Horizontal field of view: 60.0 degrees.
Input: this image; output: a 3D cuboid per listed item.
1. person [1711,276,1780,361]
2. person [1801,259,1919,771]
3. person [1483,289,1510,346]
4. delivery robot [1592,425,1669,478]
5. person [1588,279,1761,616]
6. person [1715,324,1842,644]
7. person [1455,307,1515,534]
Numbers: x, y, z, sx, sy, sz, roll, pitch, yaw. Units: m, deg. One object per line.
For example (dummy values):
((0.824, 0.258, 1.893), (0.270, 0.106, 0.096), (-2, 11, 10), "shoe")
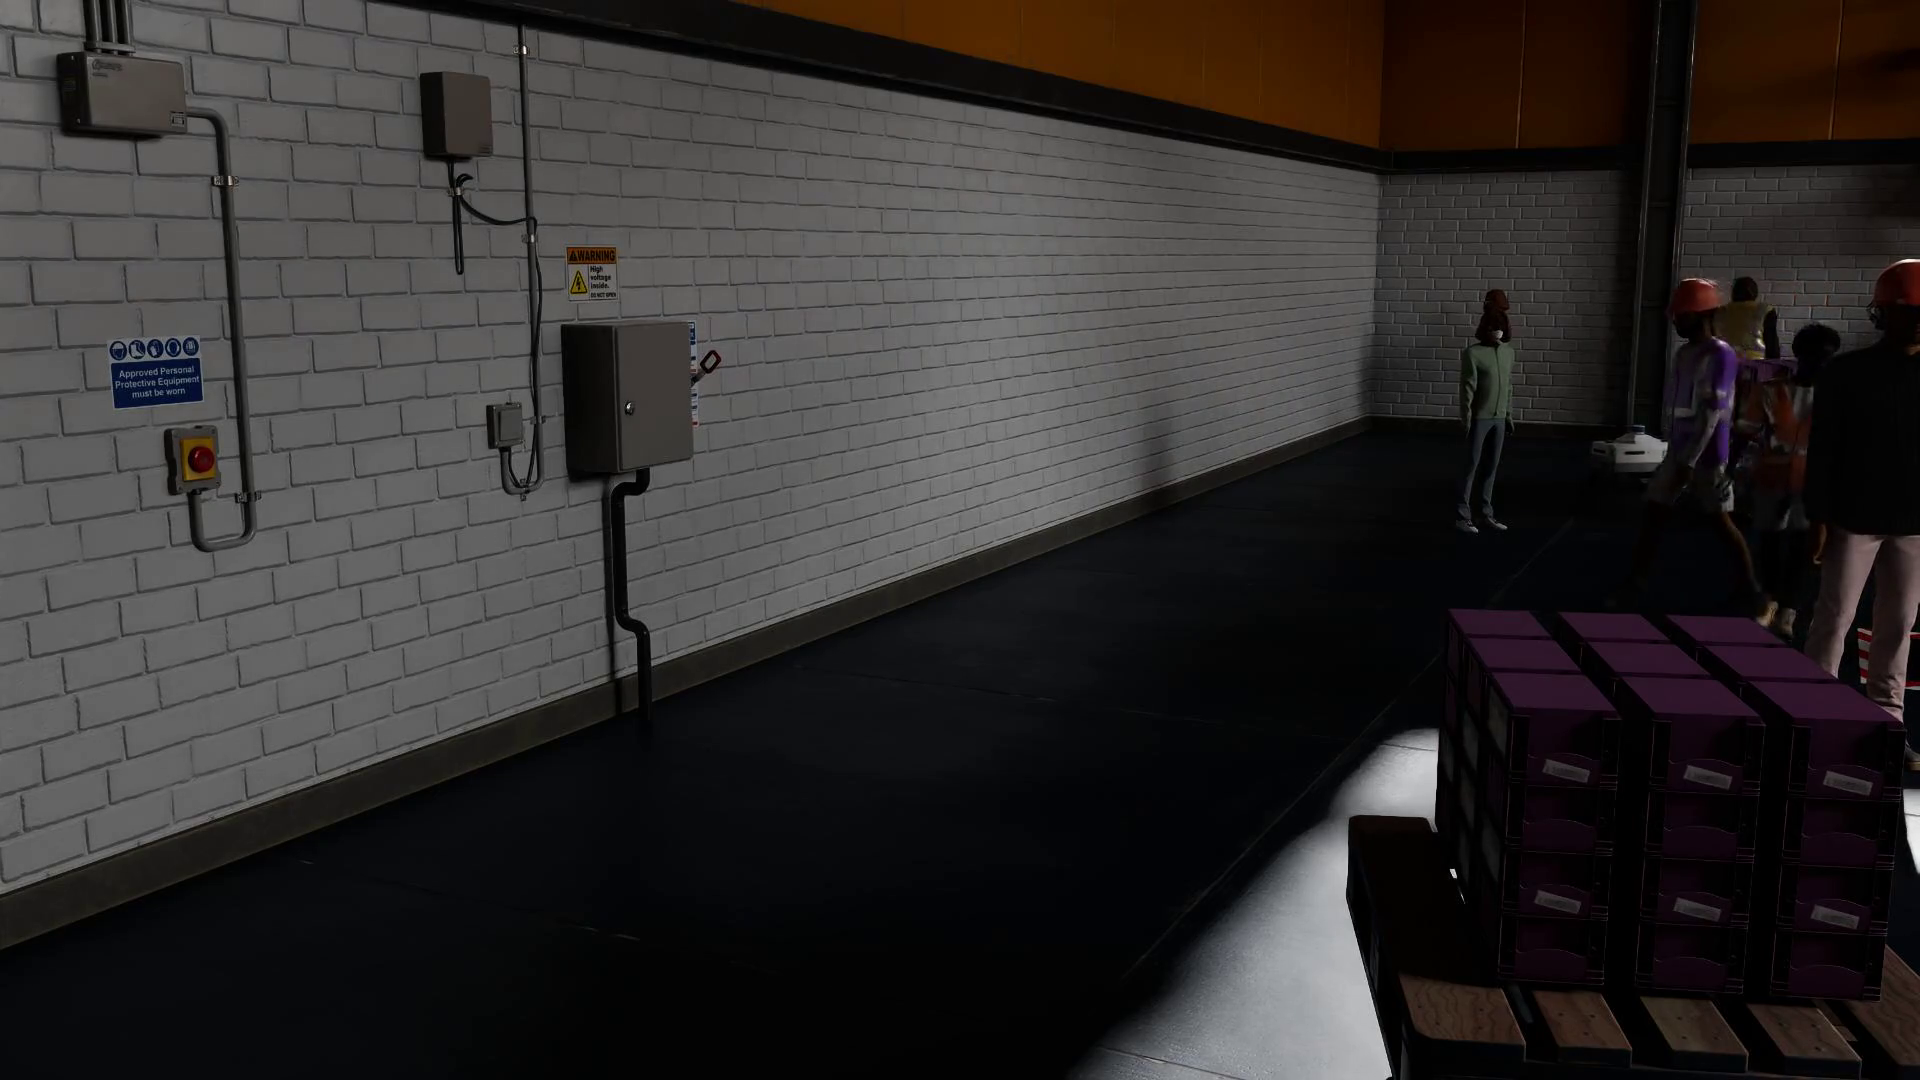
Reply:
((7.260, -1.533, 15.440), (0.485, 1.808, 0.677), (-9, 13, -41), "person")
((3.600, -0.083, 6.485), (0.610, 1.996, 0.378), (0, 10, 1), "person")
((5.701, -1.854, 17.786), (0.285, 1.633, 0.497), (7, 12, 35), "person")
((5.758, -0.734, 14.152), (0.707, 0.478, 0.477), (-2, 10, -10), "delivery robot")
((4.070, -0.496, 9.221), (0.965, 1.887, 0.544), (-2, 10, -9), "person")
((4.268, -0.288, 8.623), (0.608, 1.646, 0.869), (6, 12, 32), "person")
((3.825, -0.865, 12.062), (0.507, 1.631, 0.278), (-6, 11, -29), "person")
